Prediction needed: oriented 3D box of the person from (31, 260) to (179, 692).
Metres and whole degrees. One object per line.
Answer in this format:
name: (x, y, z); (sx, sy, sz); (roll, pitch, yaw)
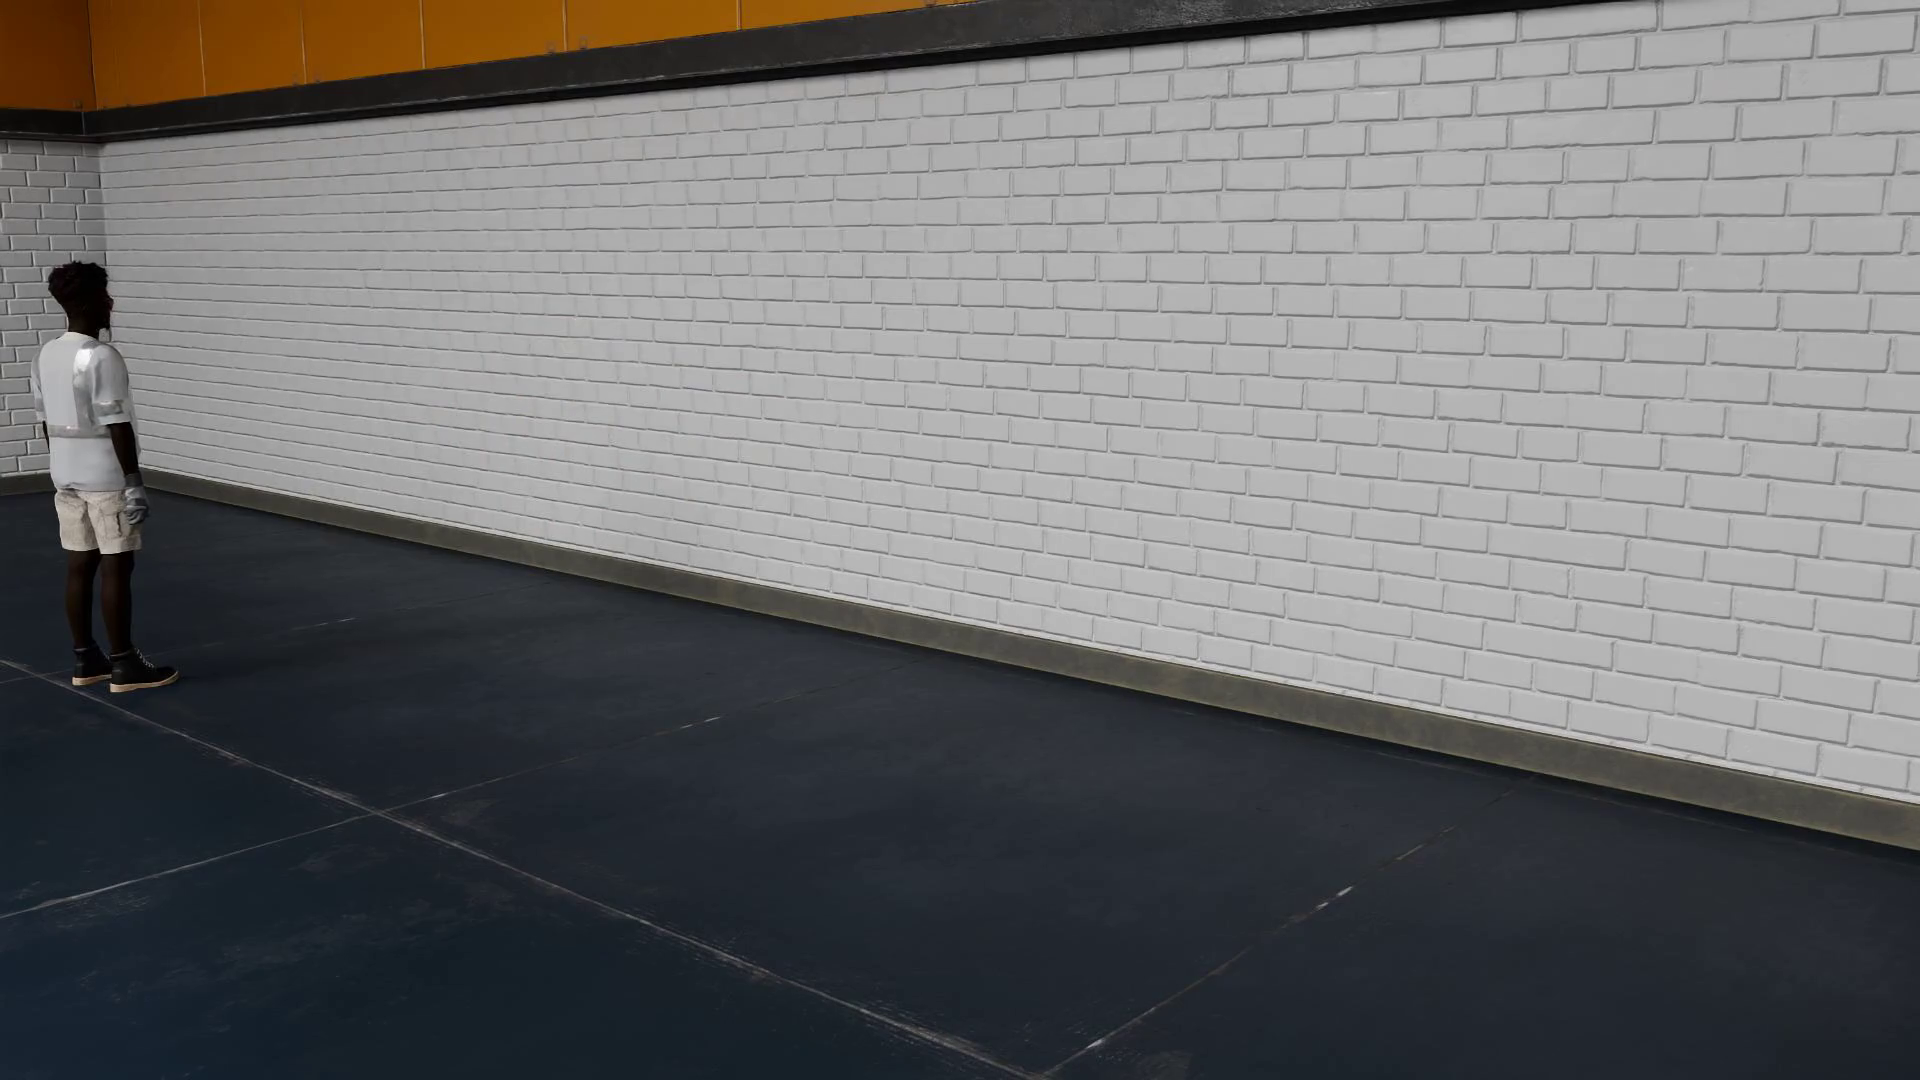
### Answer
person: (-3.940, -0.285, 7.613); (0.605, 1.966, 0.367); (6, 11, 30)
